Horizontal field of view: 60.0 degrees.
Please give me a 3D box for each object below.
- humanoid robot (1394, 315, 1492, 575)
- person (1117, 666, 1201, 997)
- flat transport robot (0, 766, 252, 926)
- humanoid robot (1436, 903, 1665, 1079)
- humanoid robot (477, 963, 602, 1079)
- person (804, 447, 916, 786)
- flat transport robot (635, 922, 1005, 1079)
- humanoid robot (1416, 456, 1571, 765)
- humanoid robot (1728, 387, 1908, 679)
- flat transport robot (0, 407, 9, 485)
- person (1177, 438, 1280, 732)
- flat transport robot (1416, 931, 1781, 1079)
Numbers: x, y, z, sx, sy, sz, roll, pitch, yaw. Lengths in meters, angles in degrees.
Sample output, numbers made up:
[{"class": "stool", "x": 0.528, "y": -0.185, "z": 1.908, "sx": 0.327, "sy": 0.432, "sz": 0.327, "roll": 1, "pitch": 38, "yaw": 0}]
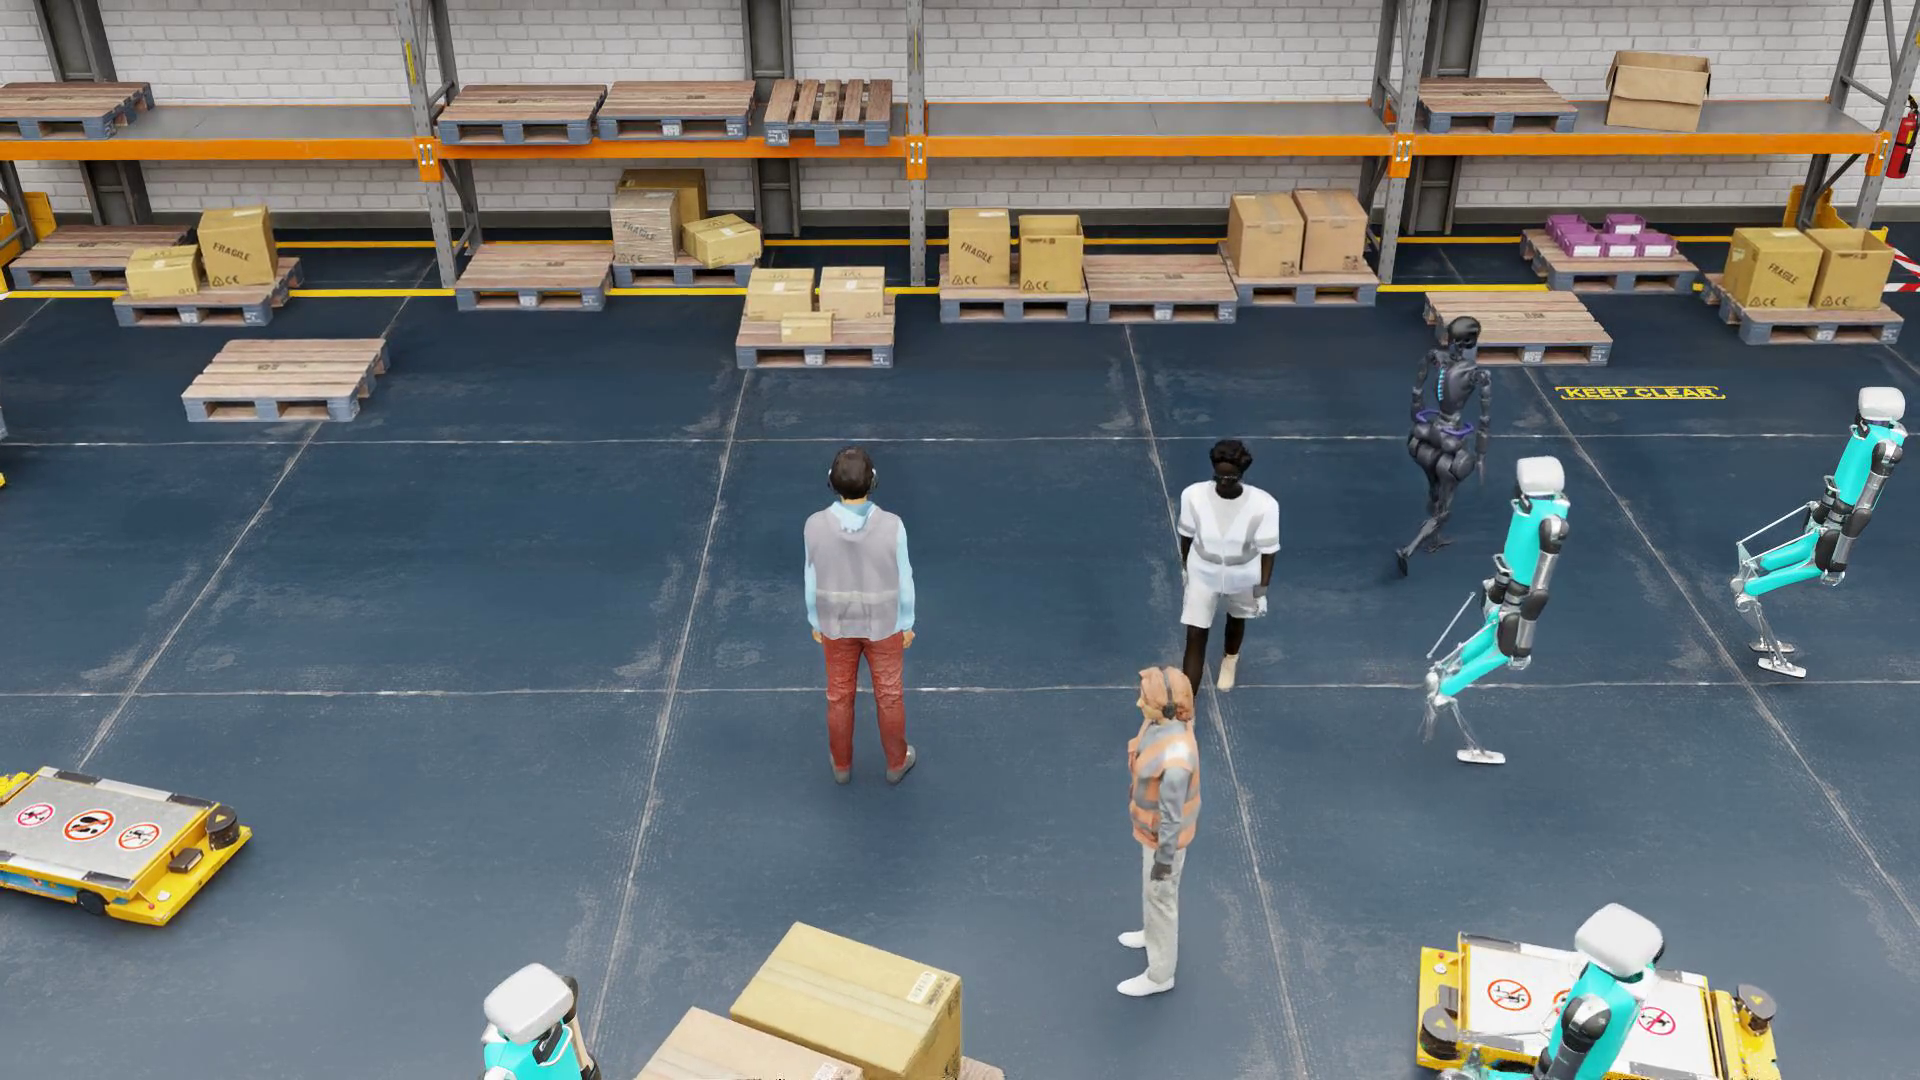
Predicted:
[{"class": "humanoid robot", "x": 2.876, "y": -0.579, "z": 10.036, "sx": 0.696, "sy": 1.633, "sz": 0.601, "roll": -22, "pitch": 37, "yaw": -32}, {"class": "person", "x": 0.855, "y": 1.218, "z": 7.061, "sx": 0.312, "sy": 1.632, "sz": 0.521, "roll": 1, "pitch": 31, "yaw": 2}, {"class": "flat transport robot", "x": -4.238, "y": 1.446, "z": 8.003, "sx": 1.431, "sy": 0.231, "sz": 0.659, "roll": 8, "pitch": 32, "yaw": 14}, {"class": "humanoid robot", "x": 1.916, "y": 1.872, "z": 5.882, "sx": 0.909, "sy": 1.769, "sz": 0.548, "roll": 26, "pitch": 40, "yaw": 36}, {"class": "humanoid robot", "x": -1.093, "y": 2.085, "z": 5.386, "sx": 0.735, "sy": 1.676, "sz": 0.533, "roll": 7, "pitch": 32, "yaw": 11}, {"class": "person", "x": -0.485, "y": 0.414, "z": 8.156, "sx": 0.531, "sy": 1.882, "sz": 0.414, "roll": 2, "pitch": 31, "yaw": 3}, {"class": "flat transport robot", "x": -0.515, "y": 2.496, "z": 6.256, "sx": 1.431, "sy": 0.231, "sz": 0.659, "roll": 13, "pitch": 33, "yaw": 21}, {"class": "humanoid robot", "x": 2.547, "y": 0.450, "z": 8.322, "sx": 0.705, "sy": 1.885, "sz": 0.538, "roll": 0, "pitch": 31, "yaw": 1}, {"class": "humanoid robot", "x": 4.505, "y": -0.057, "z": 8.950, "sx": 0.735, "sy": 1.677, "sz": 0.533, "roll": 7, "pitch": 32, "yaw": 12}, {"class": "flat transport robot", "x": -7.206, "y": -0.466, "z": 11.186, "sx": 1.431, "sy": 0.231, "sz": 0.659, "roll": 15, "pitch": 34, "yaw": 23}, {"class": "person", "x": 1.373, "y": 0.229, "z": 8.685, "sx": 0.538, "sy": 1.647, "sz": 0.890, "roll": 7, "pitch": 32, "yaw": 12}, {"class": "flat transport robot", "x": 2.670, "y": 2.056, "z": 6.989, "sx": 1.431, "sy": 0.231, "sz": 0.659, "roll": 8, "pitch": 32, "yaw": 13}]
